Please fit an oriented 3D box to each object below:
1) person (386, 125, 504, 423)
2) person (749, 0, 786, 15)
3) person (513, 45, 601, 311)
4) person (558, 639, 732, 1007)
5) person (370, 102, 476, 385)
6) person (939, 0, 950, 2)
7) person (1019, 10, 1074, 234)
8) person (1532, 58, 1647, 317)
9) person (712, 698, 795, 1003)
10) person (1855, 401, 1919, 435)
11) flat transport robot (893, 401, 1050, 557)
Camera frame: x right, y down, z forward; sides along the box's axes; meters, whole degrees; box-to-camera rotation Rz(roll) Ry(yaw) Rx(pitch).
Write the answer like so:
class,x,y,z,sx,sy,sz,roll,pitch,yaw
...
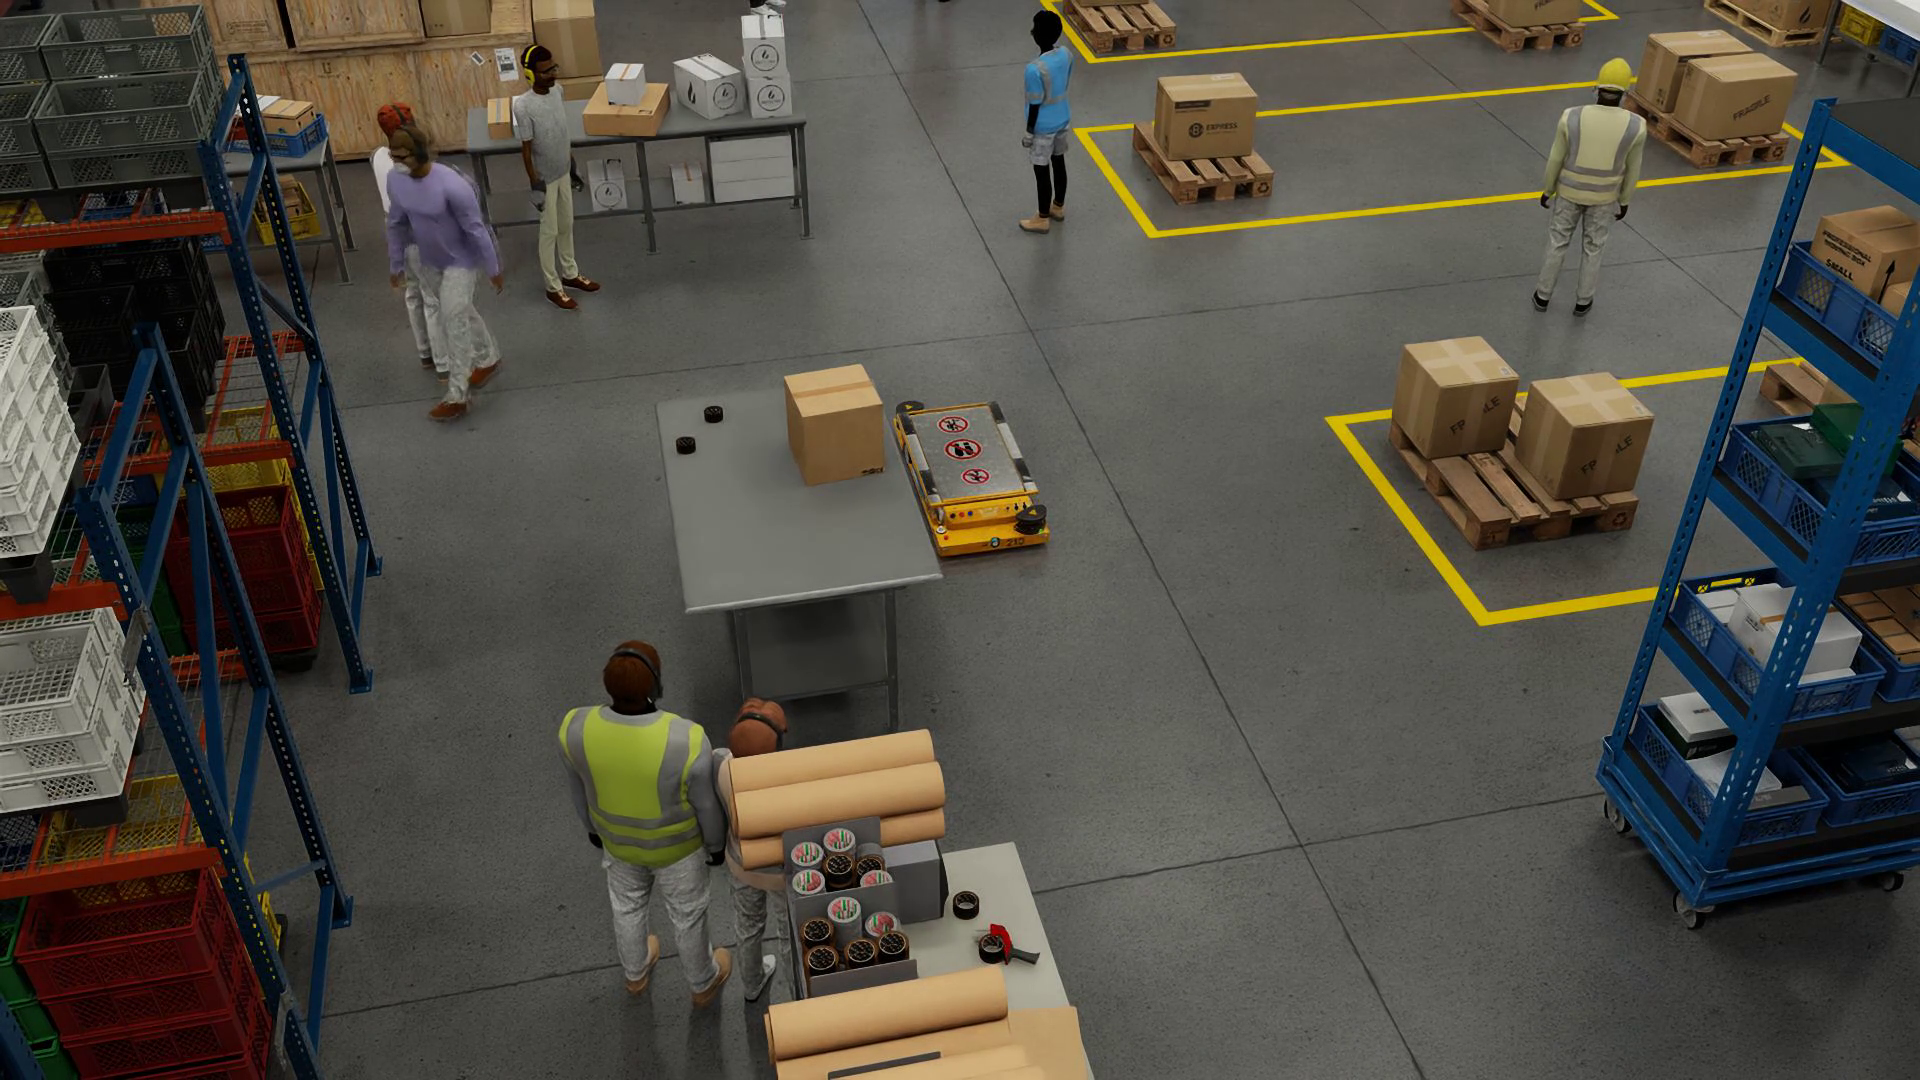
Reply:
class,x,y,z,sx,sy,sz,roll,pitch,yaw
person,-3.292,-1.674,10.421,0.669,1.900,0.906,18,40,23
person,-2.003,-6.200,16.496,0.383,1.916,0.597,6,37,9
person,-2.824,-2.538,11.611,0.328,1.874,0.521,15,39,19
person,-1.225,1.160,6.676,0.629,1.836,0.430,7,37,9
person,-3.500,-1.912,10.771,0.361,1.878,0.579,-29,46,-33
person,-0.268,-6.450,16.841,0.652,1.904,0.402,16,39,20
person,0.651,-3.156,12.584,0.322,1.697,0.533,23,42,28
person,4.334,-2.419,11.484,0.603,1.828,0.404,12,38,15
person,-0.754,1.295,6.646,0.521,1.645,0.306,17,40,21
person,4.222,0.104,7.957,0.396,1.993,0.617,10,38,13
flat transport robot,0.046,-0.430,10.108,0.652,0.197,1.431,-8,37,-10
